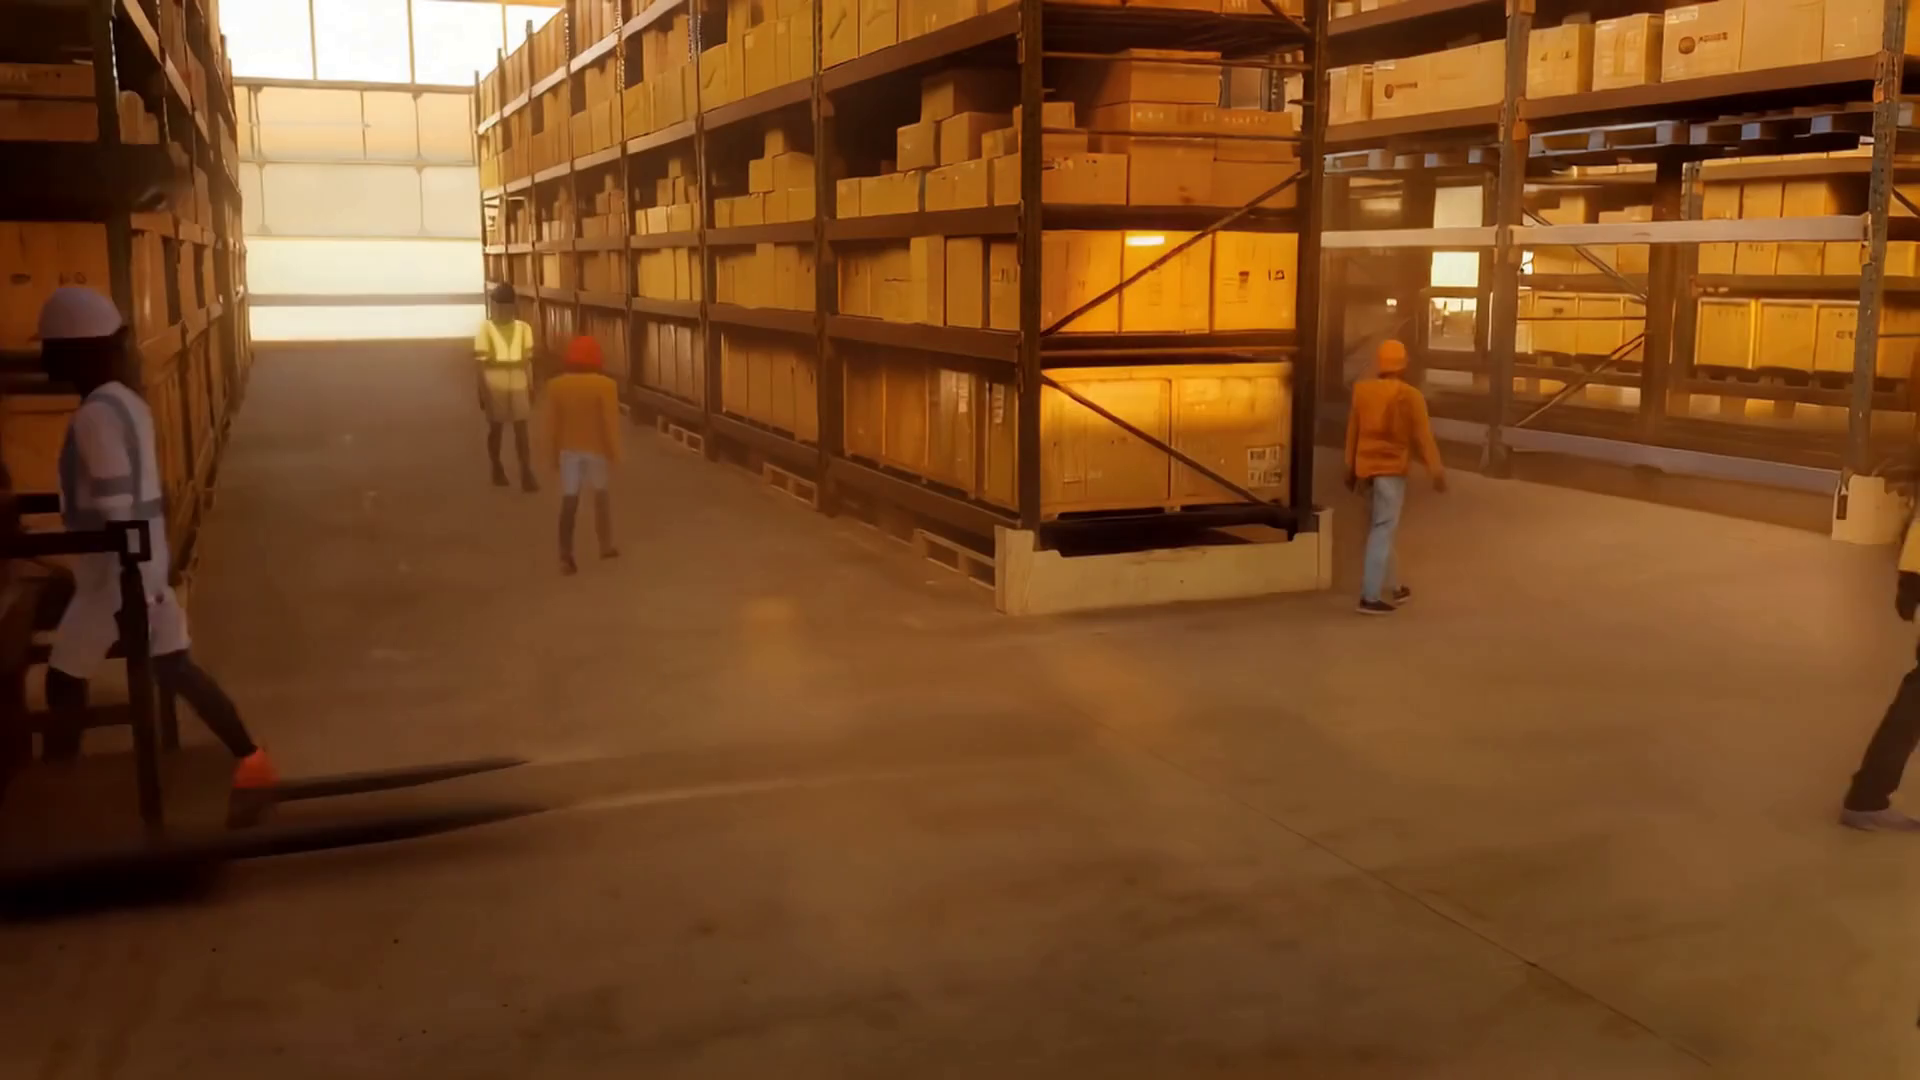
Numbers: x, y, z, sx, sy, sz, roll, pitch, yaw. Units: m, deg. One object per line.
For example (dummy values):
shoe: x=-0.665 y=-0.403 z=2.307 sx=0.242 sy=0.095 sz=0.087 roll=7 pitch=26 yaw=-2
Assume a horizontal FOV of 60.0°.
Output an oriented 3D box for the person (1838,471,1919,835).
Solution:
person: x=3.692 y=0.157 z=5.961 sx=1.010 sy=1.860 sz=0.622 roll=0 pitch=9 yaw=3

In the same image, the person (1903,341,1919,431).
person: x=9.230 y=-1.361 z=15.789 sx=0.501 sy=1.620 sz=0.357 roll=-1 pitch=10 yaw=-8

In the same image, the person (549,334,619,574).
person: x=-2.540 y=-0.586 z=11.209 sx=0.505 sy=1.595 sz=0.854 roll=1 pitch=10 yaw=6

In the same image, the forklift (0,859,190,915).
forklift: x=-3.549 y=-0.234 z=5.263 sx=1.873 sy=2.768 sz=1.129 roll=-4 pitch=10 yaw=-22

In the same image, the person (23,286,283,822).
person: x=-2.996 y=0.102 z=5.937 sx=1.077 sy=1.996 sz=0.623 roll=-2 pitch=10 yaw=-12

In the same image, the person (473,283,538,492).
person: x=-4.135 y=-1.384 z=15.144 sx=0.569 sy=1.881 sz=1.014 roll=-6 pitch=11 yaw=-31

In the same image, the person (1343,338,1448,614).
person: x=2.567 y=-0.382 z=9.882 sx=0.623 sy=1.614 sz=0.552 roll=-5 pitch=11 yaw=-29
